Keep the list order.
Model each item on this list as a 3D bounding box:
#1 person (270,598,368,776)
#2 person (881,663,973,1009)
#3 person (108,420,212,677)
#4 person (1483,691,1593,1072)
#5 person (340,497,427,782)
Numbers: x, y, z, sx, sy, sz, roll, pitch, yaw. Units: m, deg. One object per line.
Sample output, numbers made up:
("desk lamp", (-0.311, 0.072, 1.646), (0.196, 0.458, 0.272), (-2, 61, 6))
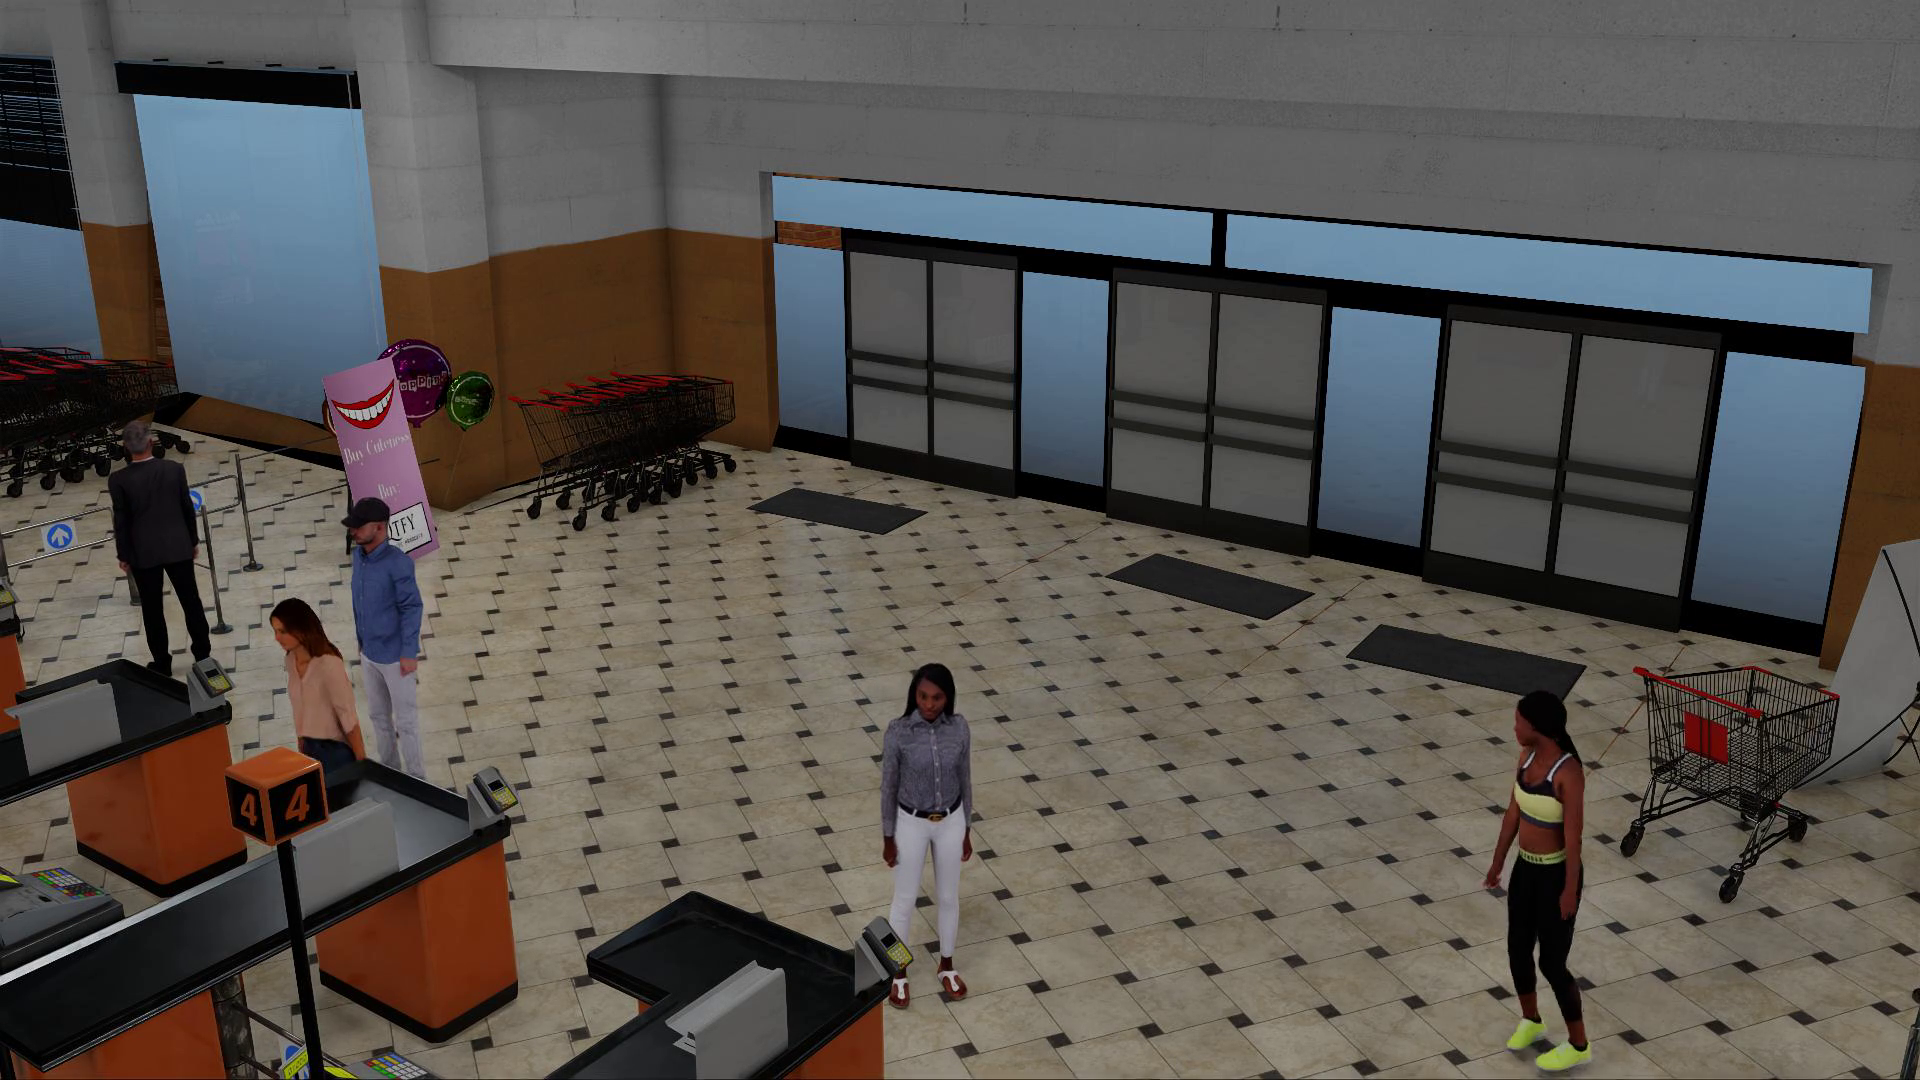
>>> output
("person", (-3.201, 1.100, 8.670), (0.647, 1.767, 0.770), (14, 23, 36))
("person", (-0.152, 1.381, 7.904), (0.657, 1.723, 0.728), (-4, 19, -12))
("person", (-5.612, 0.054, 11.661), (0.655, 1.836, 0.842), (-14, 23, -36))
("person", (2.662, 1.532, 7.479), (0.795, 1.709, 0.768), (-11, 21, -29))
("person", (-3.397, 0.637, 9.861), (0.639, 1.883, 0.558), (13, 23, 34))
